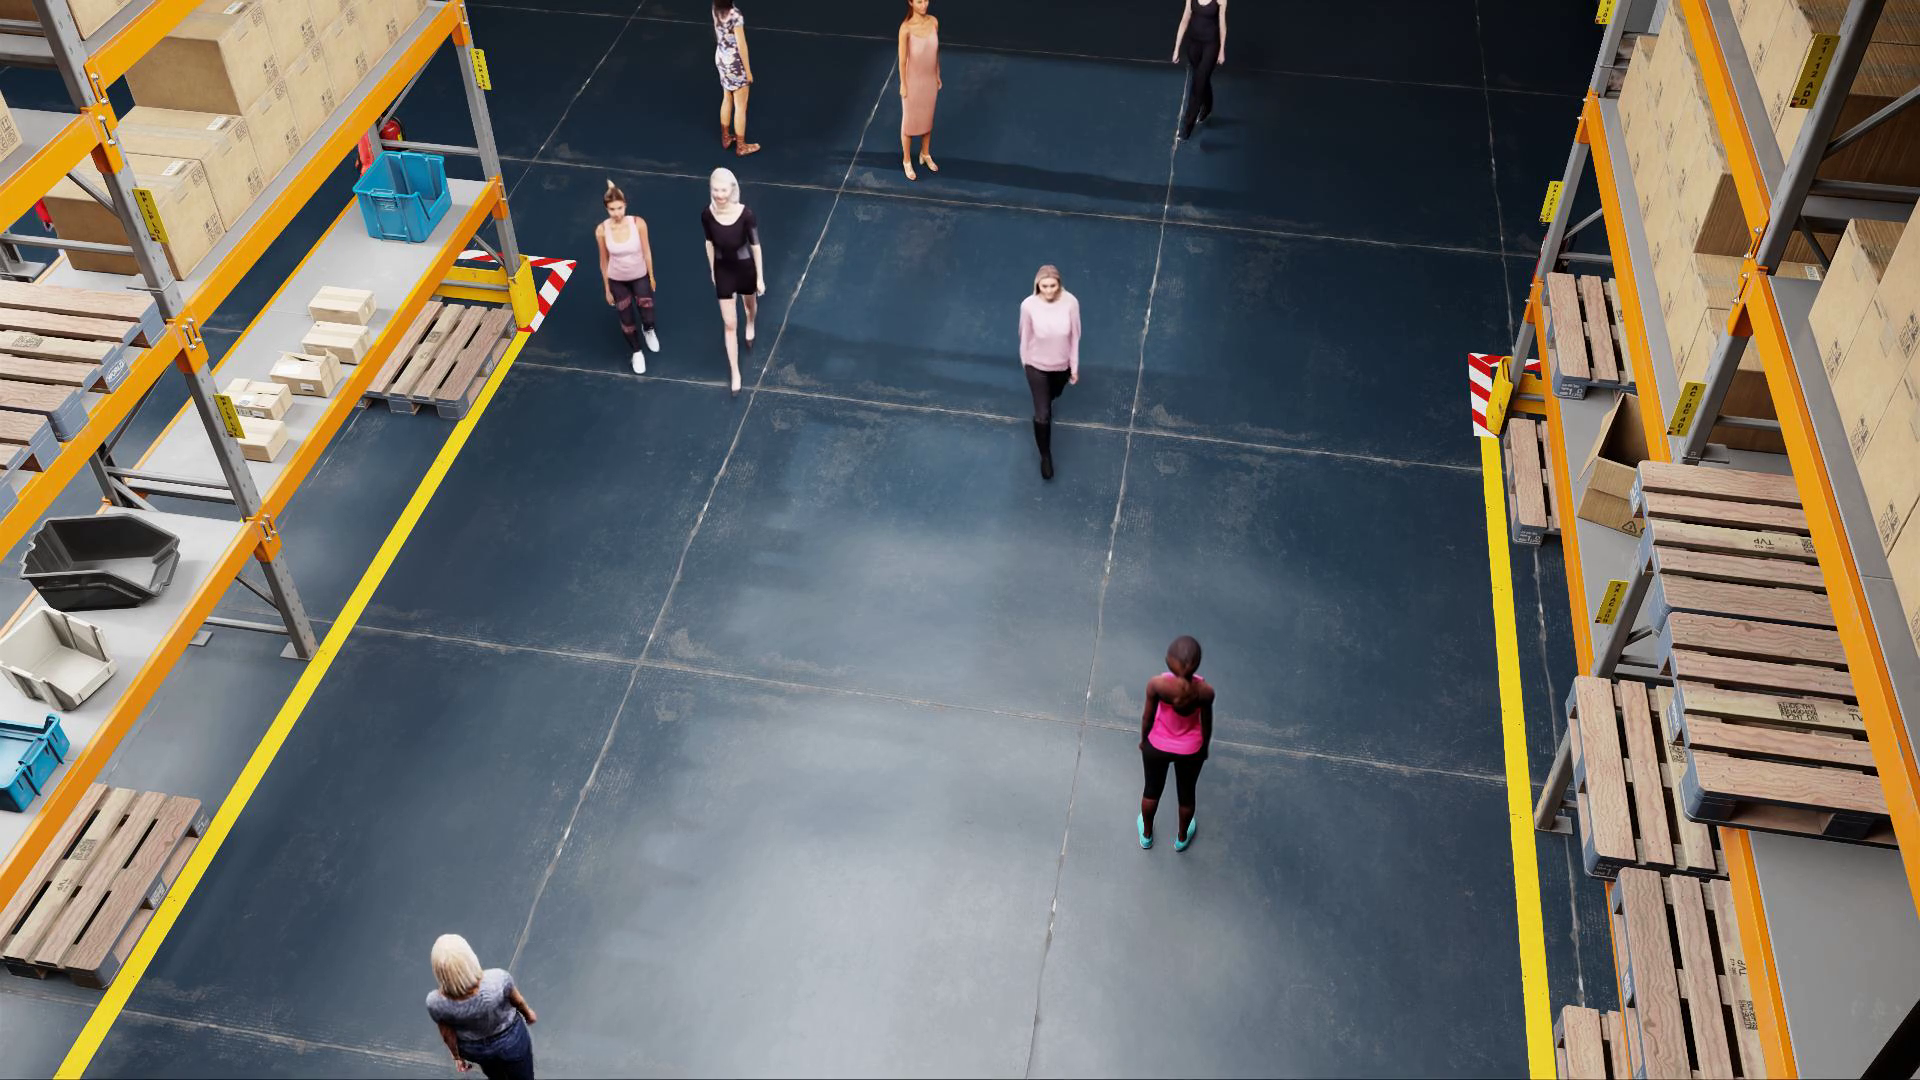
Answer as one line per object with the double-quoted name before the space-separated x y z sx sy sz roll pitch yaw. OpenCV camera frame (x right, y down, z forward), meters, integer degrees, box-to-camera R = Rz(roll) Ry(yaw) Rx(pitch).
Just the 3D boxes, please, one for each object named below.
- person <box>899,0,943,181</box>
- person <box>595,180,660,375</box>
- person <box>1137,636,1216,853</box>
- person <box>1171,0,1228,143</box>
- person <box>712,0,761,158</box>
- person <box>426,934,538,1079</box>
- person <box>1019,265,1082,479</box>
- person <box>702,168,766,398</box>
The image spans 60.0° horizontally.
"person" -0.372 -4.159 15.066 0.654 1.831 0.710 -24 49 -23
"person" -2.607 -2.090 13.037 0.678 1.634 0.762 -9 44 -9
"person" 1.226 1.186 9.532 0.546 1.726 0.538 8 44 8
"person" 2.344 -4.706 15.728 0.855 1.710 1.102 24 49 23
"person" -2.112 -4.399 15.391 0.697 1.731 0.655 -30 51 -28
"person" -2.275 2.518 8.159 0.872 1.691 1.154 -10 44 -10
"person" 0.657 -1.357 12.254 0.836 1.654 1.200 -6 44 -6
"person" -1.723 -2.107 12.948 0.777 1.782 1.207 -1 44 -1
